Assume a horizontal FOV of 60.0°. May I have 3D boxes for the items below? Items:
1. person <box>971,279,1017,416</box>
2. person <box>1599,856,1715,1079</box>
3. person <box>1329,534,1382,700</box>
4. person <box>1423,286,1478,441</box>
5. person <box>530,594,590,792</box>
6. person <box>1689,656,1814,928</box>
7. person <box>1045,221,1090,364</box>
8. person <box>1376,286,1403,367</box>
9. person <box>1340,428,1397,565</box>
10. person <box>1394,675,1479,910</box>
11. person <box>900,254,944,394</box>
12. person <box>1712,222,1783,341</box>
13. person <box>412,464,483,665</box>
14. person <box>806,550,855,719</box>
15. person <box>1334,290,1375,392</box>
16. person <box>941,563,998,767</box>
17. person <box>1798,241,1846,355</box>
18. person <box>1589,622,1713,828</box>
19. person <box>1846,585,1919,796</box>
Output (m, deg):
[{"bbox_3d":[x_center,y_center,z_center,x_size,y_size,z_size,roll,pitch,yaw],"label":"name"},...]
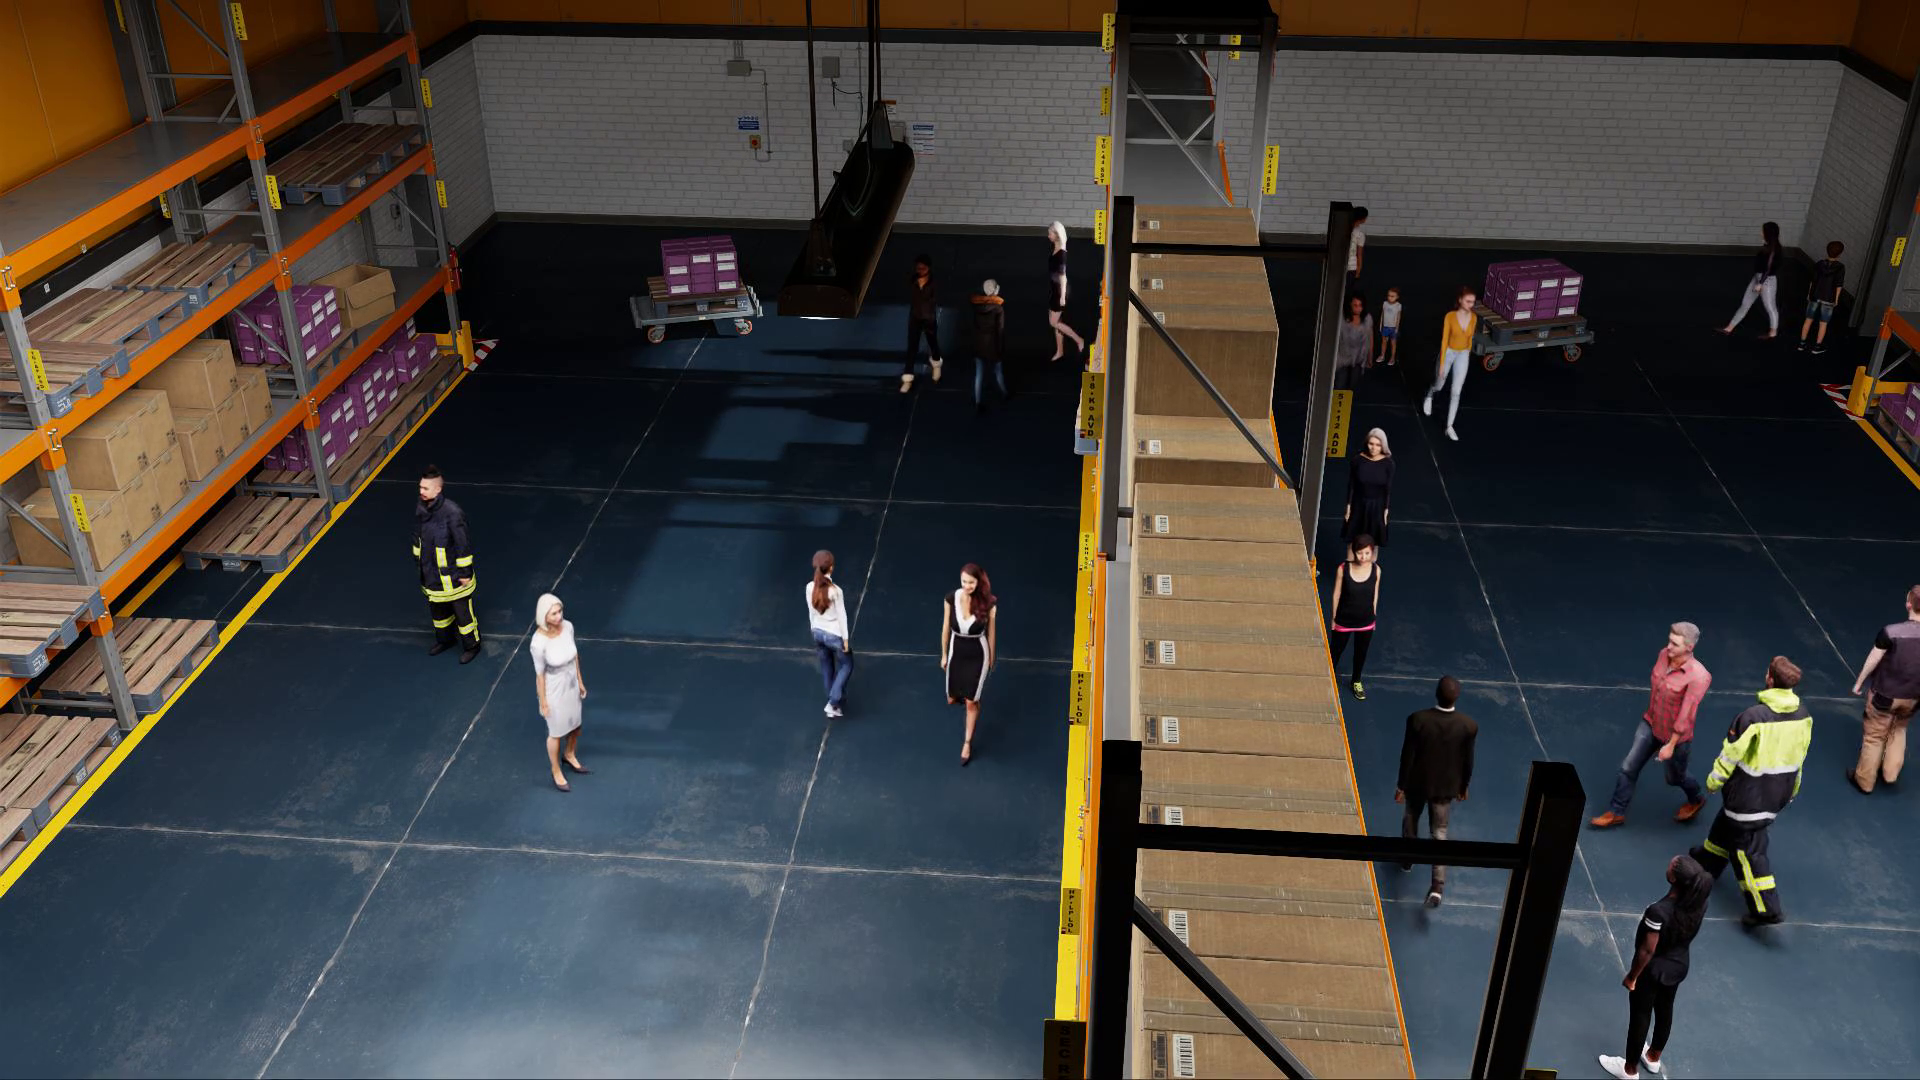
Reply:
[{"bbox_3d":[0.284,-2.225,19.334,0.885,1.607,1.052,16,32,27],"label":"person"},{"bbox_3d":[4.326,2.642,10.283,0.713,1.729,0.741,-13,31,-23],"label":"person"},{"bbox_3d":[3.349,0.638,14.142,0.557,1.553,0.528,-1,29,-1],"label":"person"},{"bbox_3d":[5.559,-2.058,18.916,0.760,1.715,1.216,-2,29,-4],"label":"person"},{"bbox_3d":[-3.136,1.167,12.974,0.715,1.742,0.609,16,33,27],"label":"person"},{"bbox_3d":[5.628,1.784,11.641,1.130,1.936,1.378,-10,30,-18],"label":"person"},{"bbox_3d":[1.327,-3.051,20.633,0.755,1.812,0.752,-4,29,-7],"label":"person"},{"bbox_3d":[5.395,-2.693,20.807,0.474,1.019,0.519,22,36,35],"label":"person"},{"bbox_3d":[3.808,-0.250,15.572,0.648,1.743,0.627,8,30,15],"label":"person"},{"bbox_3d":[3.362,1.795,11.790,0.708,1.774,1.100,4,29,7],"label":"person"},{"bbox_3d":[-0.471,-2.576,19.914,1.097,1.668,0.642,2,29,5],"label":"person"},{"bbox_3d":[10.352,-3.260,21.286,0.684,1.555,0.970,4,29,7],"label":"person"},{"bbox_3d":[-4.533,0.196,14.629,0.857,1.861,0.835,13,31,23],"label":"person"},{"bbox_3d":[-1.135,0.836,13.792,0.639,1.541,0.730,14,31,24],"label":"person"},{"bbox_3d":[4.496,-2.151,19.227,0.717,1.580,0.948,-3,29,-5],"label":"person"},{"bbox_3d":[0.080,0.937,13.348,0.658,1.788,0.826,7,29,12],"label":"person"},{"bbox_3d":[10.943,-3.090,21.088,0.616,1.446,0.662,25,37,37],"label":"person"},{"bbox_3d":[5.384,1.418,12.460,1.052,1.794,1.213,-9,30,-15],"label":"person"},{"bbox_3d":[7.251,1.210,12.806,0.694,1.828,0.614,1,29,2],"label":"person"}]
